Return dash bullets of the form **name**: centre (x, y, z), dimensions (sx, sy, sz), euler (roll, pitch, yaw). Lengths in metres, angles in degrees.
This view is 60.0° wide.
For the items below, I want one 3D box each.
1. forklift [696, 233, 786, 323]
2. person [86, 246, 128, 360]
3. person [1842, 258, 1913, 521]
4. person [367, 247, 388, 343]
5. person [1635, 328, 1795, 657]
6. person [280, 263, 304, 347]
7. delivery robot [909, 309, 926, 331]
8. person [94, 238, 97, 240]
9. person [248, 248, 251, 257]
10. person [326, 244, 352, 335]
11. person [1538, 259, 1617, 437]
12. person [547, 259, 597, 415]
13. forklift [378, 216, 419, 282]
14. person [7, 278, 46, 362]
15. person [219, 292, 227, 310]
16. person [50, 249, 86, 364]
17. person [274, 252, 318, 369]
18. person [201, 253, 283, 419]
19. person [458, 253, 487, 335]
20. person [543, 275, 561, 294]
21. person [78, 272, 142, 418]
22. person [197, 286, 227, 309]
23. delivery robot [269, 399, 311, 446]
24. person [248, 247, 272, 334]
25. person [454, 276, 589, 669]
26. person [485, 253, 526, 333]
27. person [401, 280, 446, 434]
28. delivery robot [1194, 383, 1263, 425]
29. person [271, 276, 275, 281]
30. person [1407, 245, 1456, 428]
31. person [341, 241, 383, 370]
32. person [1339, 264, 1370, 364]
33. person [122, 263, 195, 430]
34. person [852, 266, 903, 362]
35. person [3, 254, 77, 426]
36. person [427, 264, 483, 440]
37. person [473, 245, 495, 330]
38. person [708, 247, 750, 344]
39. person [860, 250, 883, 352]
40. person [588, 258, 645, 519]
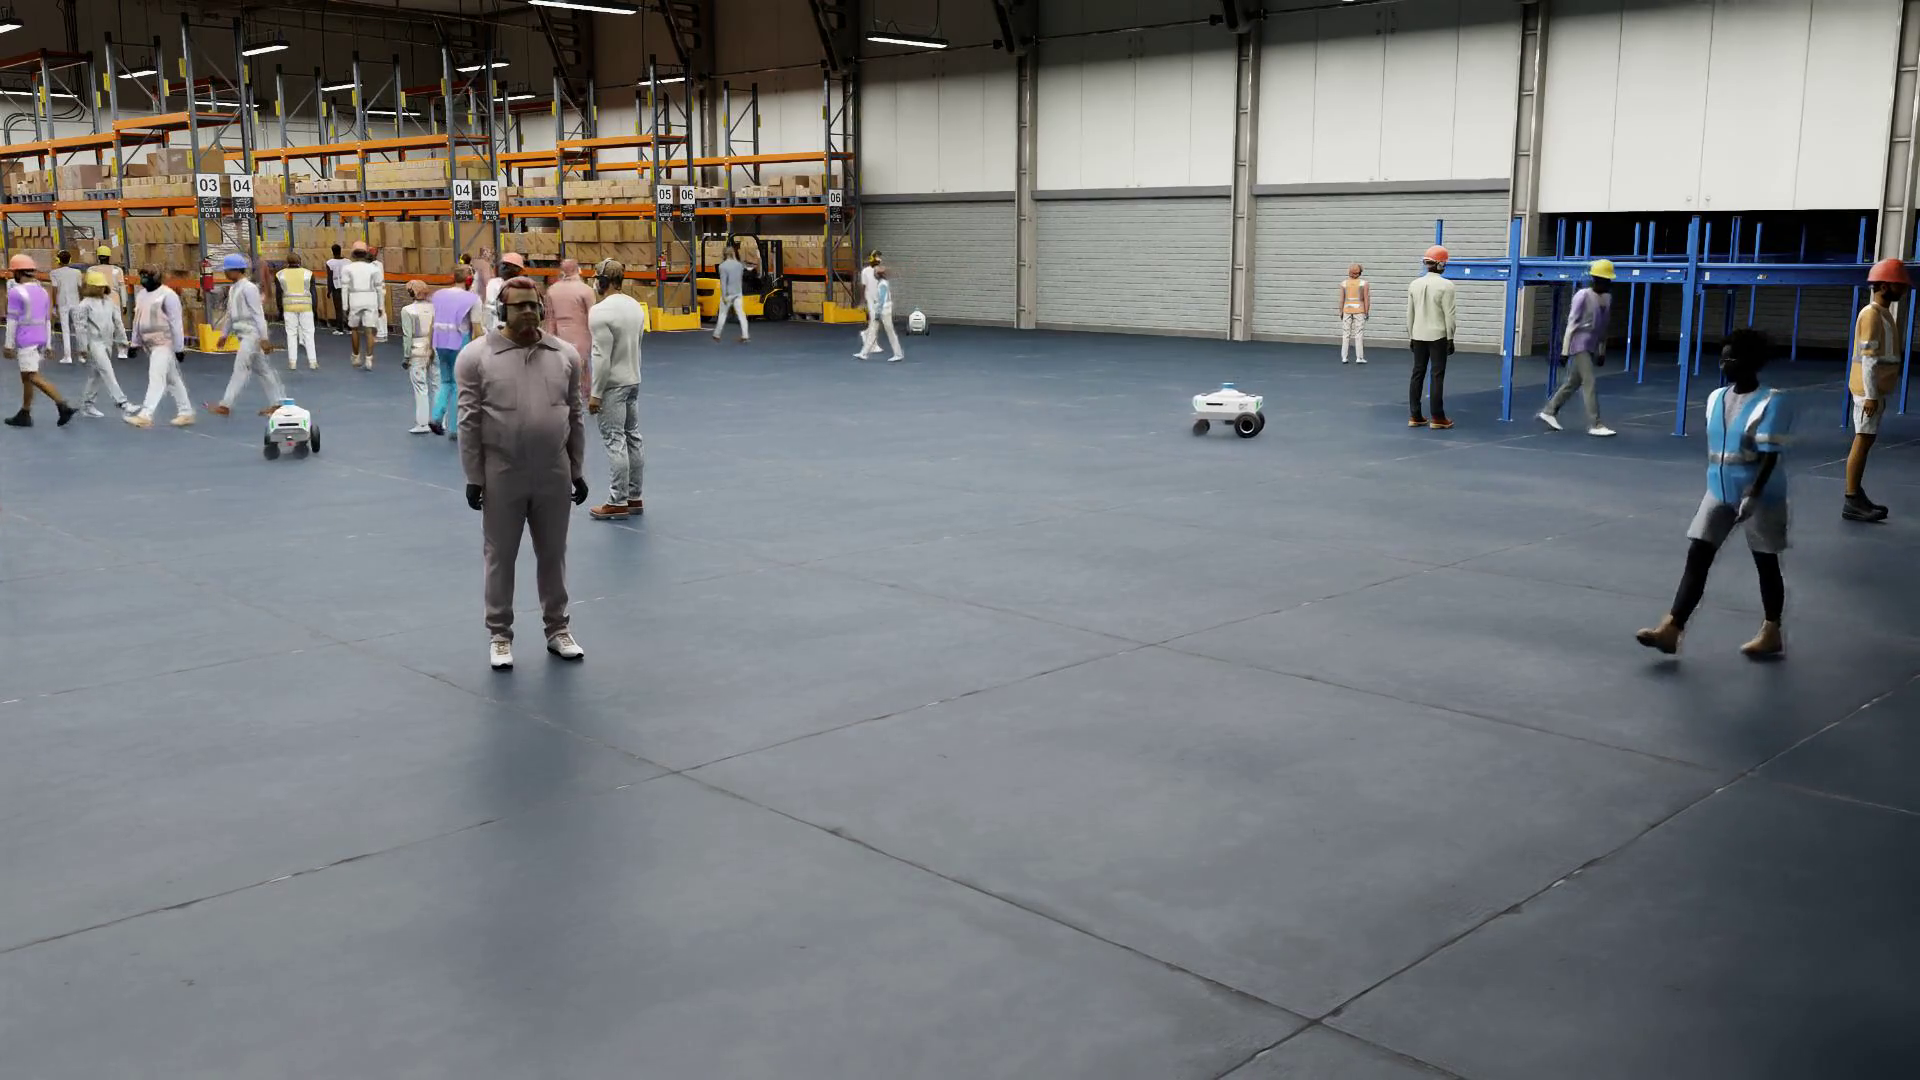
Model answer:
- **forklift**: centre (-5.496, -6.489, 41.108), dimensions (2.313, 2.155, 1.214), euler (-10, 14, -44)
- **person**: centre (-14.552, -4.046, 28.402), dimensions (0.588, 1.927, 0.370), euler (-4, 11, -19)
- **person**: centre (6.859, -1.129, 12.458), dimensions (0.353, 1.941, 0.543), euler (7, 12, 32)
- **person**: centre (-11.608, -4.881, 33.075), dimensions (0.358, 1.882, 0.574), euler (0, 10, -1)
- **person**: centre (3.821, -0.214, 8.253), dimensions (0.847, 1.648, 0.539), euler (-5, 11, -24)
- **person**: centre (-12.769, -4.500, 31.822), dimensions (0.521, 1.585, 0.890), euler (-6, 12, -28)
- **delivery robot**: centre (-0.915, -4.720, 35.681), dimensions (0.477, 0.478, 0.707), euler (0, 10, -2)
- **person**: centre (-21.009, -6.321, 40.481), dimensions (0.369, 2.044, 0.615), euler (9, 14, 41)
- **person**: centre (-16.066, -5.688, 37.641), dimensions (0.977, 1.838, 0.583), euler (8, 13, 37)
- **person**: centre (-13.254, -5.357, 35.589), dimensions (0.390, 1.913, 0.587), euler (9, 14, 41)
- **person**: centre (6.661, -2.078, 17.834), dimensions (0.605, 1.877, 0.963), euler (-8, 13, -38)
- **person**: centre (-4.502, -2.355, 19.409), dimensions (0.668, 1.842, 1.020), euler (7, 12, 32)
- **forklift**: centre (-17.868, -9.201, 54.028), dimensions (1.873, 2.768, 1.129), euler (-10, 14, -44)
- **person**: centre (-15.589, -3.817, 27.793), dimensions (0.540, 1.695, 0.317), euler (-3, 11, -18)
- **person**: centre (-18.366, -6.397, 41.201), dimensions (0.623, 1.952, 1.038), euler (-9, 14, -40)
- **person**: centre (-14.817, -3.877, 27.624), dimensions (0.325, 1.876, 0.521), euler (9, 14, 41)
- **person**: centre (-10.527, -3.644, 26.442), dimensions (0.620, 1.845, 0.429), euler (-4, 11, -19)
- **person**: centre (-8.301, -2.339, 19.166), dimensions (1.007, 1.886, 0.642), euler (-8, 13, -38)
- **person**: centre (-8.426, -4.026, 28.610), dimensions (1.015, 1.823, 0.505), euler (5, 12, 27)
- **person**: centre (-10.741, -6.802, 44.119), dimensions (0.531, 1.671, 0.731), euler (-9, 14, -41)
- **person**: centre (-9.889, -2.248, 19.243), dimensions (0.940, 1.686, 0.492), euler (3, 11, 15)
- **person**: centre (-16.274, -5.451, 36.156), dimensions (0.651, 1.904, 0.780), euler (-2, 11, -10)
- **delivery robot**: centre (-6.471, -1.122, 16.064), dimensions (0.477, 0.478, 0.707), euler (-4, 11, -19)
- **person**: centre (-15.207, -5.426, 35.921), dimensions (1.028, 1.941, 0.625), euler (8, 13, 36)
- **person**: centre (-2.141, -0.338, 8.226), dimensions (0.643, 1.913, 0.410), euler (-7, 12, -32)
- **person**: centre (-5.525, -2.519, 20.185), dimensions (0.417, 1.896, 0.619), euler (5, 11, 25)
- **person**: centre (-5.758, -1.964, 17.830), dimensions (0.311, 1.639, 0.521), euler (6, 12, 30)
- **delivery robot**: centre (2.861, -1.432, 17.751), dimensions (0.707, 0.478, 0.477), euler (3, 11, 16)
- **person**: centre (-18.040, -6.894, 44.248), dimensions (0.758, 1.818, 0.629), euler (9, 14, 41)
- **person**: centre (5.226, -2.248, 18.411), dimensions (0.377, 1.995, 0.608), euler (-8, 13, -37)
- **person**: centre (-9.534, -3.737, 26.507), dimensions (0.642, 1.995, 0.998), euler (-5, 12, -27)
- **person**: centre (6.525, -3.743, 27.530), dimensions (0.513, 1.641, 0.309), euler (7, 12, 33)
- **person**: centre (-8.841, -2.118, 18.227), dimensions (0.618, 1.796, 0.963), euler (7, 13, 34)
- **person**: centre (-1.352, -3.784, 27.864), dimensions (0.851, 1.585, 0.538), euler (-2, 11, -12)
- **person**: centre (-10.244, -2.206, 18.418), dimensions (0.899, 1.912, 0.543), euler (1, 10, 4)
- **person**: centre (-5.207, -1.940, 17.223), dimensions (0.614, 1.810, 0.497), euler (4, 11, 19)
- **person**: centre (-9.485, -4.934, 33.307), dimensions (0.402, 1.904, 0.652), euler (-7, 12, -32)
- **person**: centre (-4.529, -4.820, 32.750), dimensions (1.037, 1.881, 0.653), euler (10, 14, 42)
- **person**: centre (-1.609, -4.379, 30.440), dimensions (0.531, 1.848, 0.623), euler (-9, 14, -40)
- **person**: centre (-2.595, -1.137, 12.506), dimensions (0.372, 1.940, 0.632), euler (3, 11, 17)
